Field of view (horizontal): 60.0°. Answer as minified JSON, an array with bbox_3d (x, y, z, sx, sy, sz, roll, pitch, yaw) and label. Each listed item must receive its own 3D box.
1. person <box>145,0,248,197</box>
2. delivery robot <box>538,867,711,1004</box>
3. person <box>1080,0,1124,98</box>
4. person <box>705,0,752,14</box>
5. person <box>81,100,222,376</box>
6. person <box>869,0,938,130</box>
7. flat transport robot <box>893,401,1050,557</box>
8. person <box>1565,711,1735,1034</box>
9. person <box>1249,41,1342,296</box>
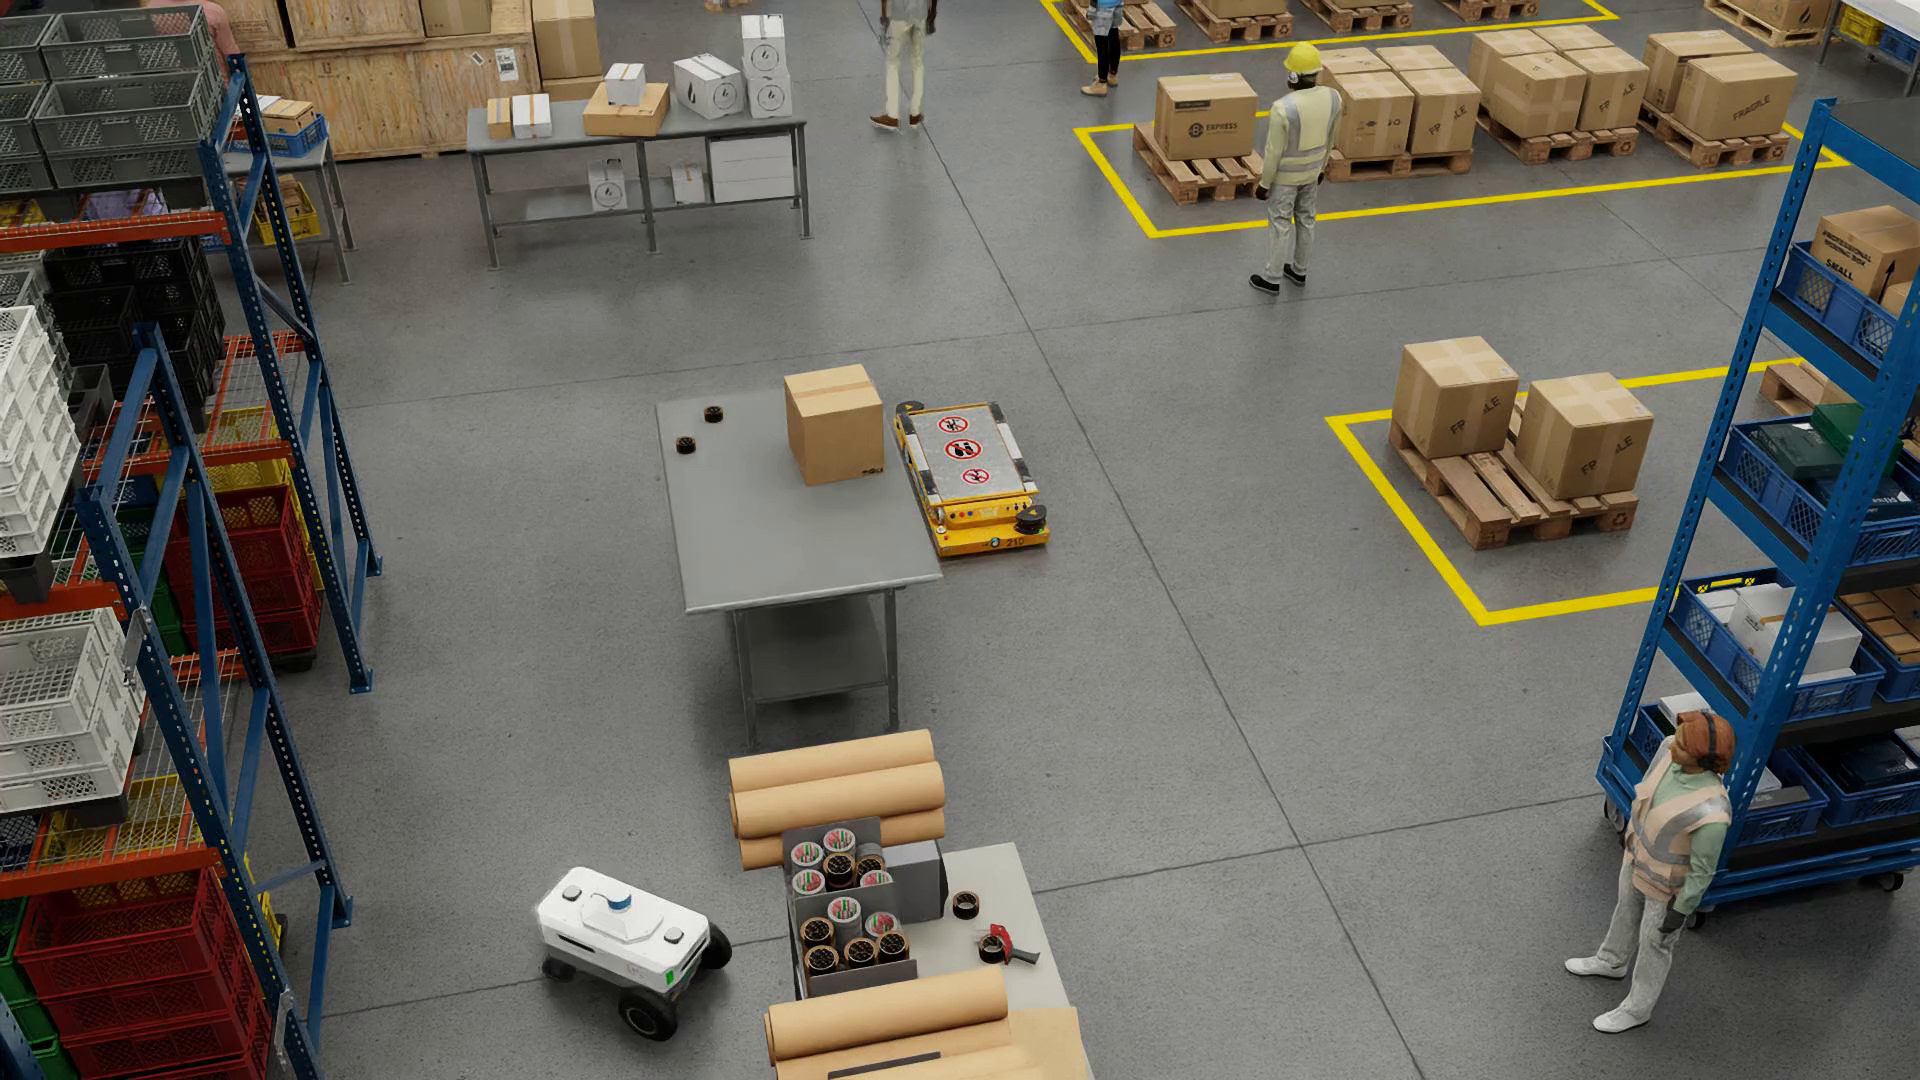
[{"bbox_3d":[-5.886,-3.596,13.016,0.644,1.899,0.397,2,37,3],"label":"person"},{"bbox_3d":[-1.413,1.645,7.007,0.707,0.478,0.477,16,40,21],"label":"delivery robot"},{"bbox_3d":[1.293,-4.814,14.813,0.319,1.698,0.532,19,41,24],"label":"person"},{"bbox_3d":[-2.410,-6.228,16.637,0.670,1.802,0.512,-6,37,-8],"label":"person"},{"bbox_3d":[-5.276,-1.901,10.699,0.635,1.936,0.354,17,40,22],"label":"person"},{"bbox_3d":[-0.458,-4.443,14.207,0.615,1.827,0.459,-11,38,-15],"label":"person"},{"bbox_3d":[0.046,-0.430,10.108,0.652,0.197,1.431,-8,37,-10],"label":"flat transport robot"},{"bbox_3d":[2.781,1.314,6.624,0.306,1.639,0.524,-2,37,-3],"label":"person"},{"bbox_3d":[2.346,-2.612,11.741,0.589,1.835,0.403,-19,41,-23],"label":"person"}]
